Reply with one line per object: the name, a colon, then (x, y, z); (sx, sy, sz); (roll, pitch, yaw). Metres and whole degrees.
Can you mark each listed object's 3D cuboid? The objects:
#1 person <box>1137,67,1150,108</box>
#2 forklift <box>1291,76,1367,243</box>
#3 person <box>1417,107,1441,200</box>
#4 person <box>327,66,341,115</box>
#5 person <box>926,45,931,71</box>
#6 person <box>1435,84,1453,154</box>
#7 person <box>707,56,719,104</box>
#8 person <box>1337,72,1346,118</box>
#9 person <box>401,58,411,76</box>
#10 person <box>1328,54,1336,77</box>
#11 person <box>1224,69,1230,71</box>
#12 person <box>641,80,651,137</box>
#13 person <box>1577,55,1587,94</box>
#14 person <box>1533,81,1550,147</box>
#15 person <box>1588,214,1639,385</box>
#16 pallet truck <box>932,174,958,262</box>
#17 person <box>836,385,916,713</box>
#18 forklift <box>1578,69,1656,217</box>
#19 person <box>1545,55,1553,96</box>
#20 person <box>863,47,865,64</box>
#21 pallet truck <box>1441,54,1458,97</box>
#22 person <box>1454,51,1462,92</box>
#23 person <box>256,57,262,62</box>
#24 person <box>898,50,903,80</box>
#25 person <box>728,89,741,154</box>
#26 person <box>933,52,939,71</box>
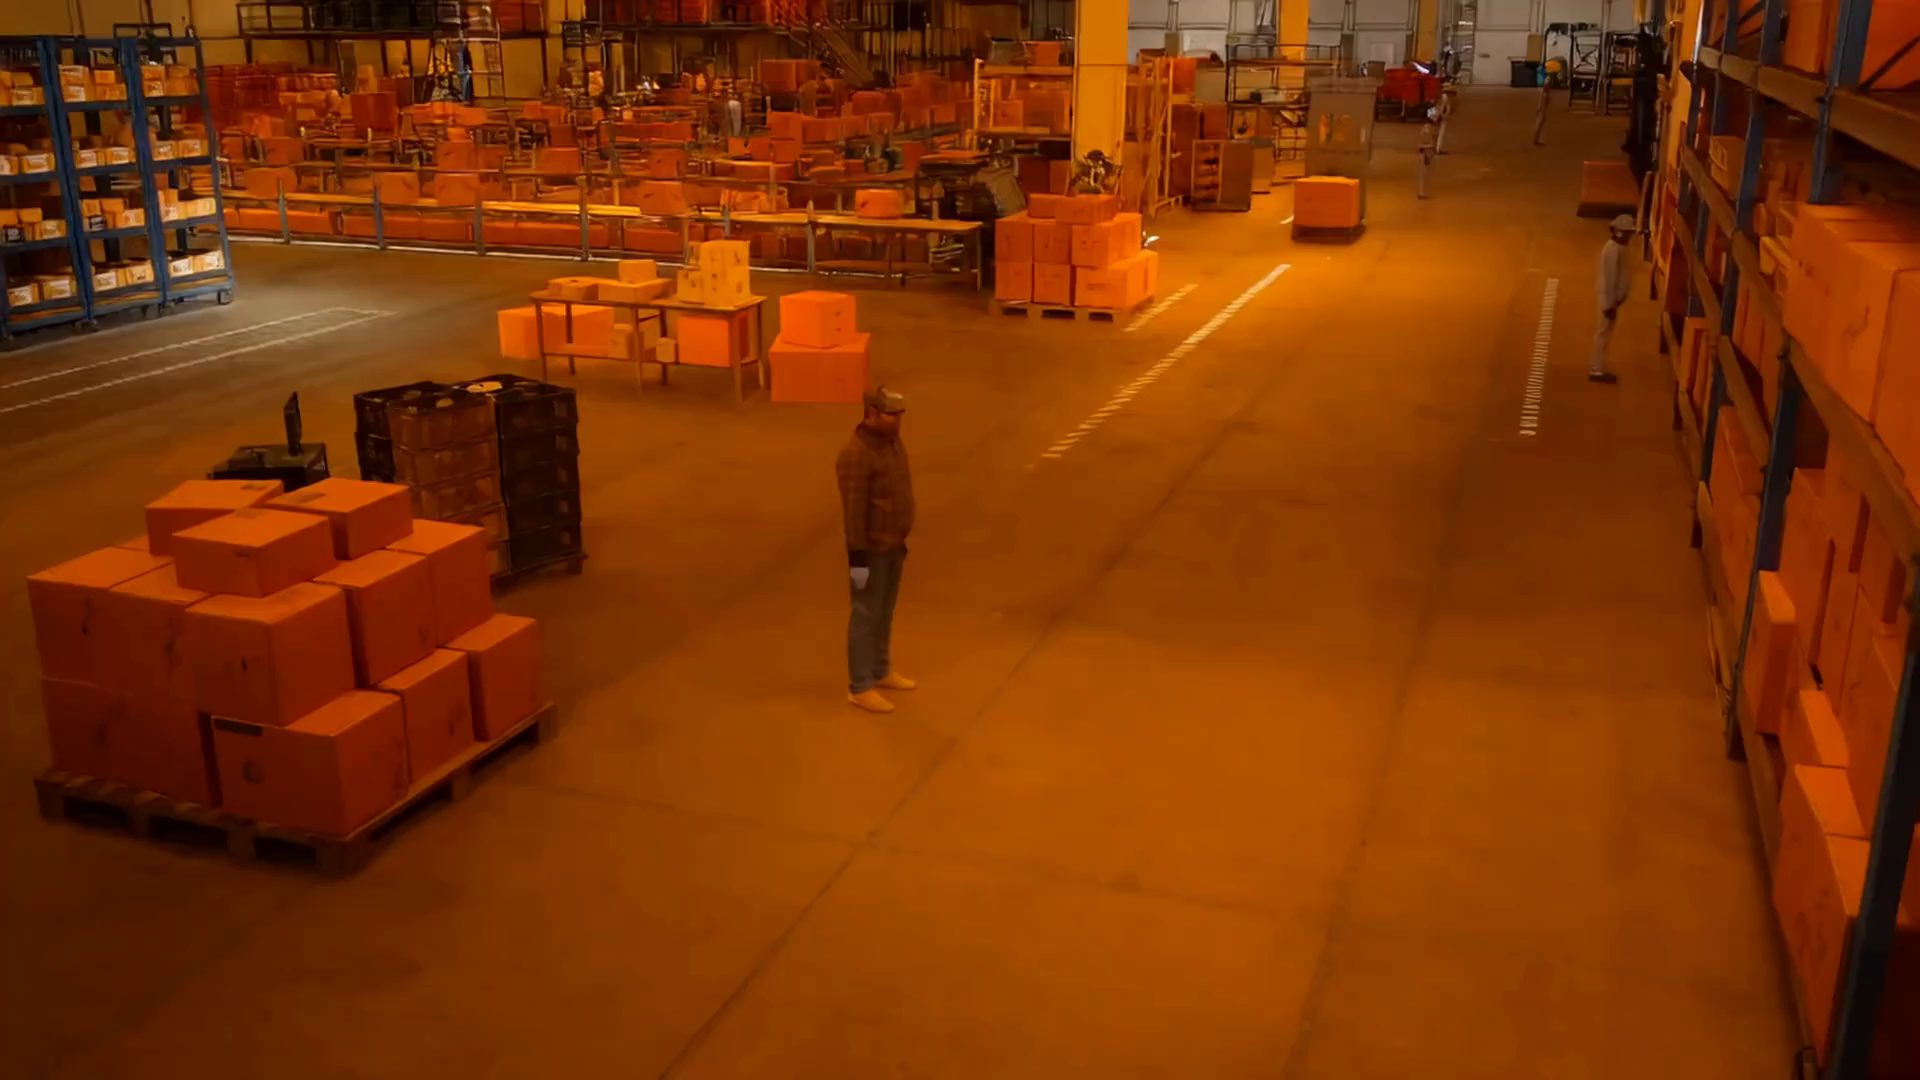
person: (6.665, -16.163, 60.305); (0.538, 2.000, 0.701); (4, 18, 13)
forklift: (6.598, -6.755, 29.381); (1.129, 2.768, 1.873); (6, 19, 19)
person: (10.068, -8.309, 35.779); (0.409, 1.943, 0.615); (6, 19, 19)
person: (-24.357, -17.485, 64.711); (0.337, 1.882, 0.584); (6, 19, 19)
person: (-1.845, -28.816, 100.233); (0.378, 1.932, 0.551); (6, 19, 19)
person: (13.787, -11.972, 47.308); (0.378, 1.932, 0.551); (6, 19, 19)
person: (-10.740, -20.033, 72.461); (0.390, 2.040, 0.614); (6, 19, 19)
person: (14.464, -16.888, 63.141); (0.317, 1.695, 0.540); (6, 19, 19)
person: (-24.417, -20.332, 73.574); (0.378, 1.932, 0.551); (6, 19, 19)
person: (18.764, -23.609, 83.921); (0.398, 1.914, 0.637); (4, 18, 13)
person: (9.502, -15.921, 59.710); (0.356, 1.936, 0.635); (6, 19, 19)
person: (-10.134, -13.973, 53.874); (0.331, 1.765, 0.533); (6, 19, 19)
person: (30.542, -22.818, 81.576); (0.405, 1.837, 0.516); (7, 19, 22)
person: (17.342, -12.717, 49.680); (0.373, 1.914, 0.596); (6, 19, 19)
person: (7.090, -2.617, 18.085); (0.404, 1.827, 0.600); (6, 19, 19)
pallet truck: (-0.507, -5.292, 27.348); (0.653, 1.274, 1.630); (6, 19, 19)
person: (-0.452, 0.036, 9.627); (0.403, 1.904, 0.651); (6, 19, 19)
forklift: (13.218, -7.740, 32.474); (1.873, 2.768, 1.129); (6, 19, 19)
person: (28.288, -22.336, 79.981); (0.310, 1.868, 0.533); (6, 19, 19)
person: (-6.027, -29.199, 101.454); (0.423, 1.935, 0.626); (9, 20, 26)
pallet truck: (22.765, -21.886, 78.355); (0.823, 1.965, 1.885); (-4, 18, -14)
person: (24.743, -23.265, 82.696); (0.402, 1.990, 0.622); (6, 19, 19)
person: (-31.337, -20.624, 74.505); (0.381, 1.924, 0.594); (6, 19, 19)
person: (-3.514, -28.097, 98.361); (0.317, 1.695, 0.540); (6, 19, 19)
person: (-6.175, -11.428, 45.712); (0.310, 1.864, 0.533); (6, 19, 19)
person: (-1.378, -26.865, 94.409); (0.394, 1.754, 0.549); (9, 20, 27)
